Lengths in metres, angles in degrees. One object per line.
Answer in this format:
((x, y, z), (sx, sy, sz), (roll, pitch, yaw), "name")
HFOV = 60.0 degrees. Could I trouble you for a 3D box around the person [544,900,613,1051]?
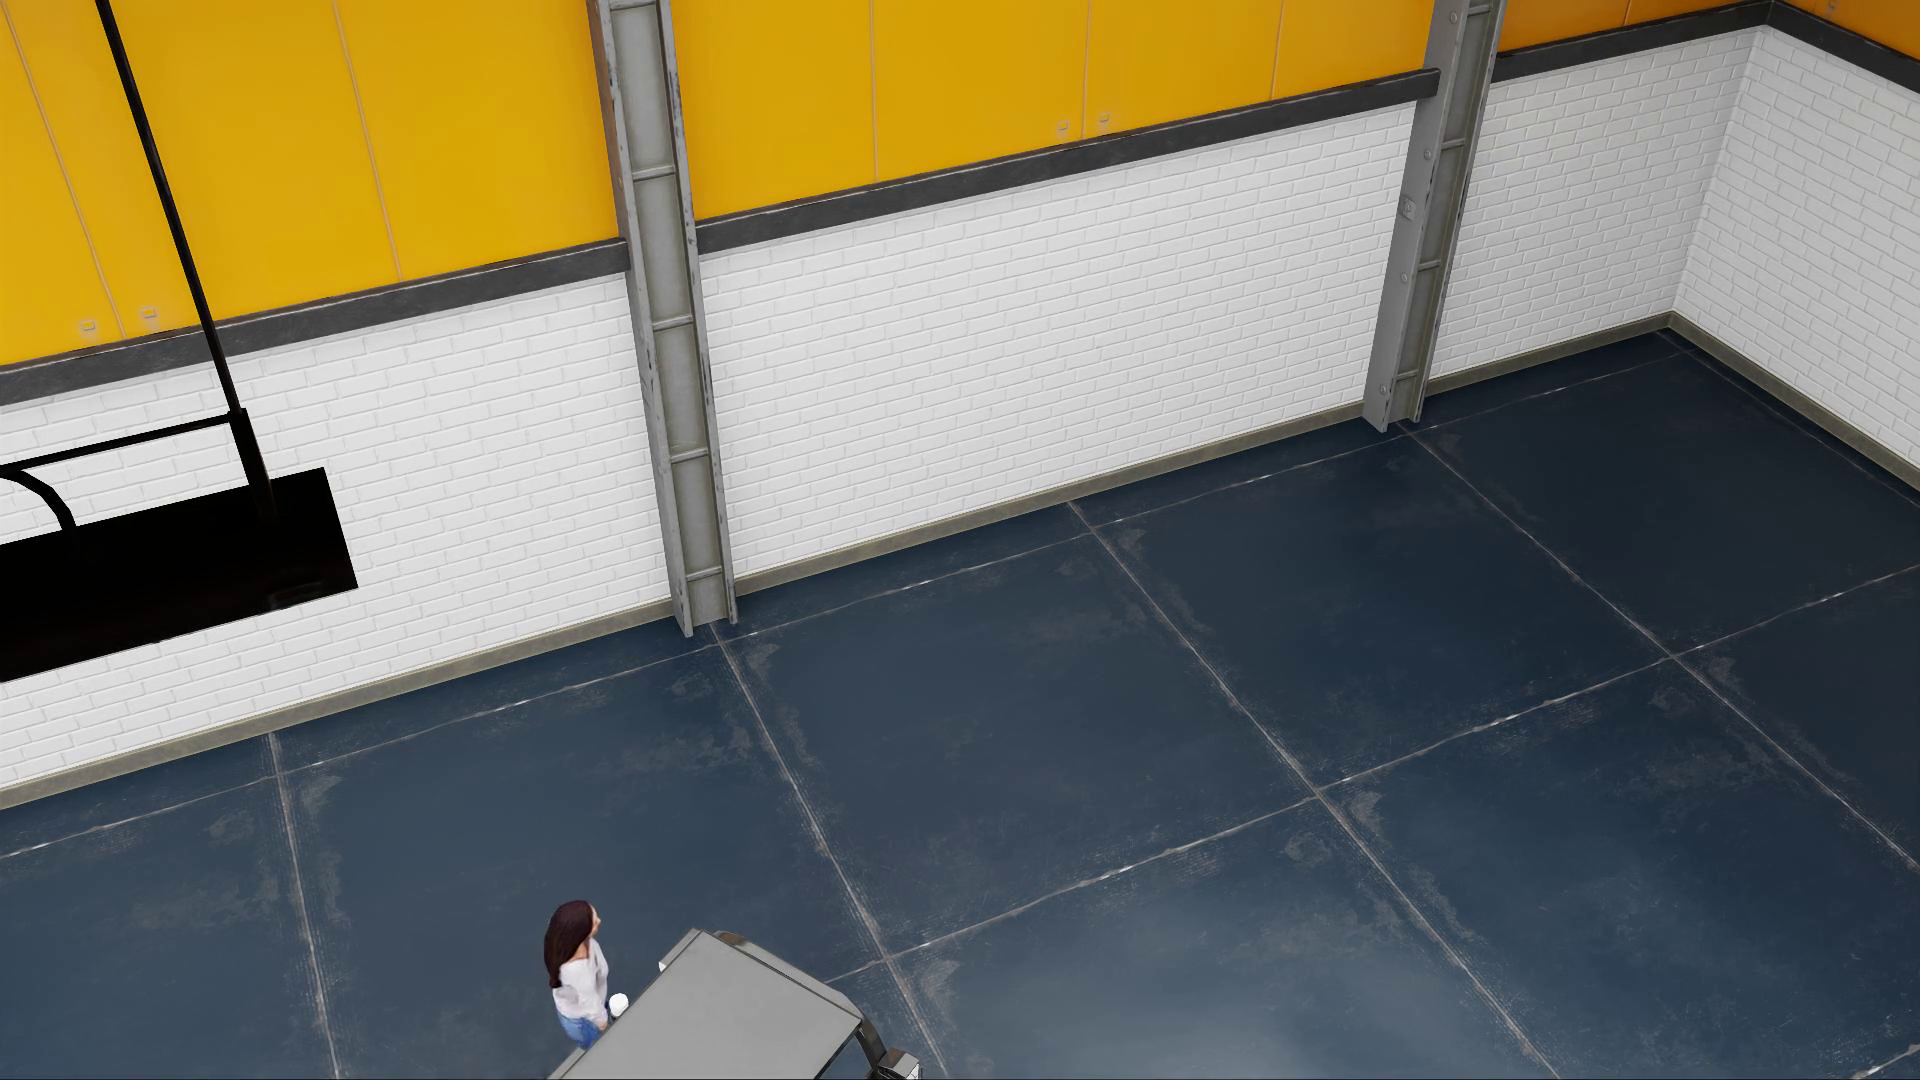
((-1.972, 2.394, 8.369), (0.616, 1.616, 0.640), (-20, 43, -24), "person")
